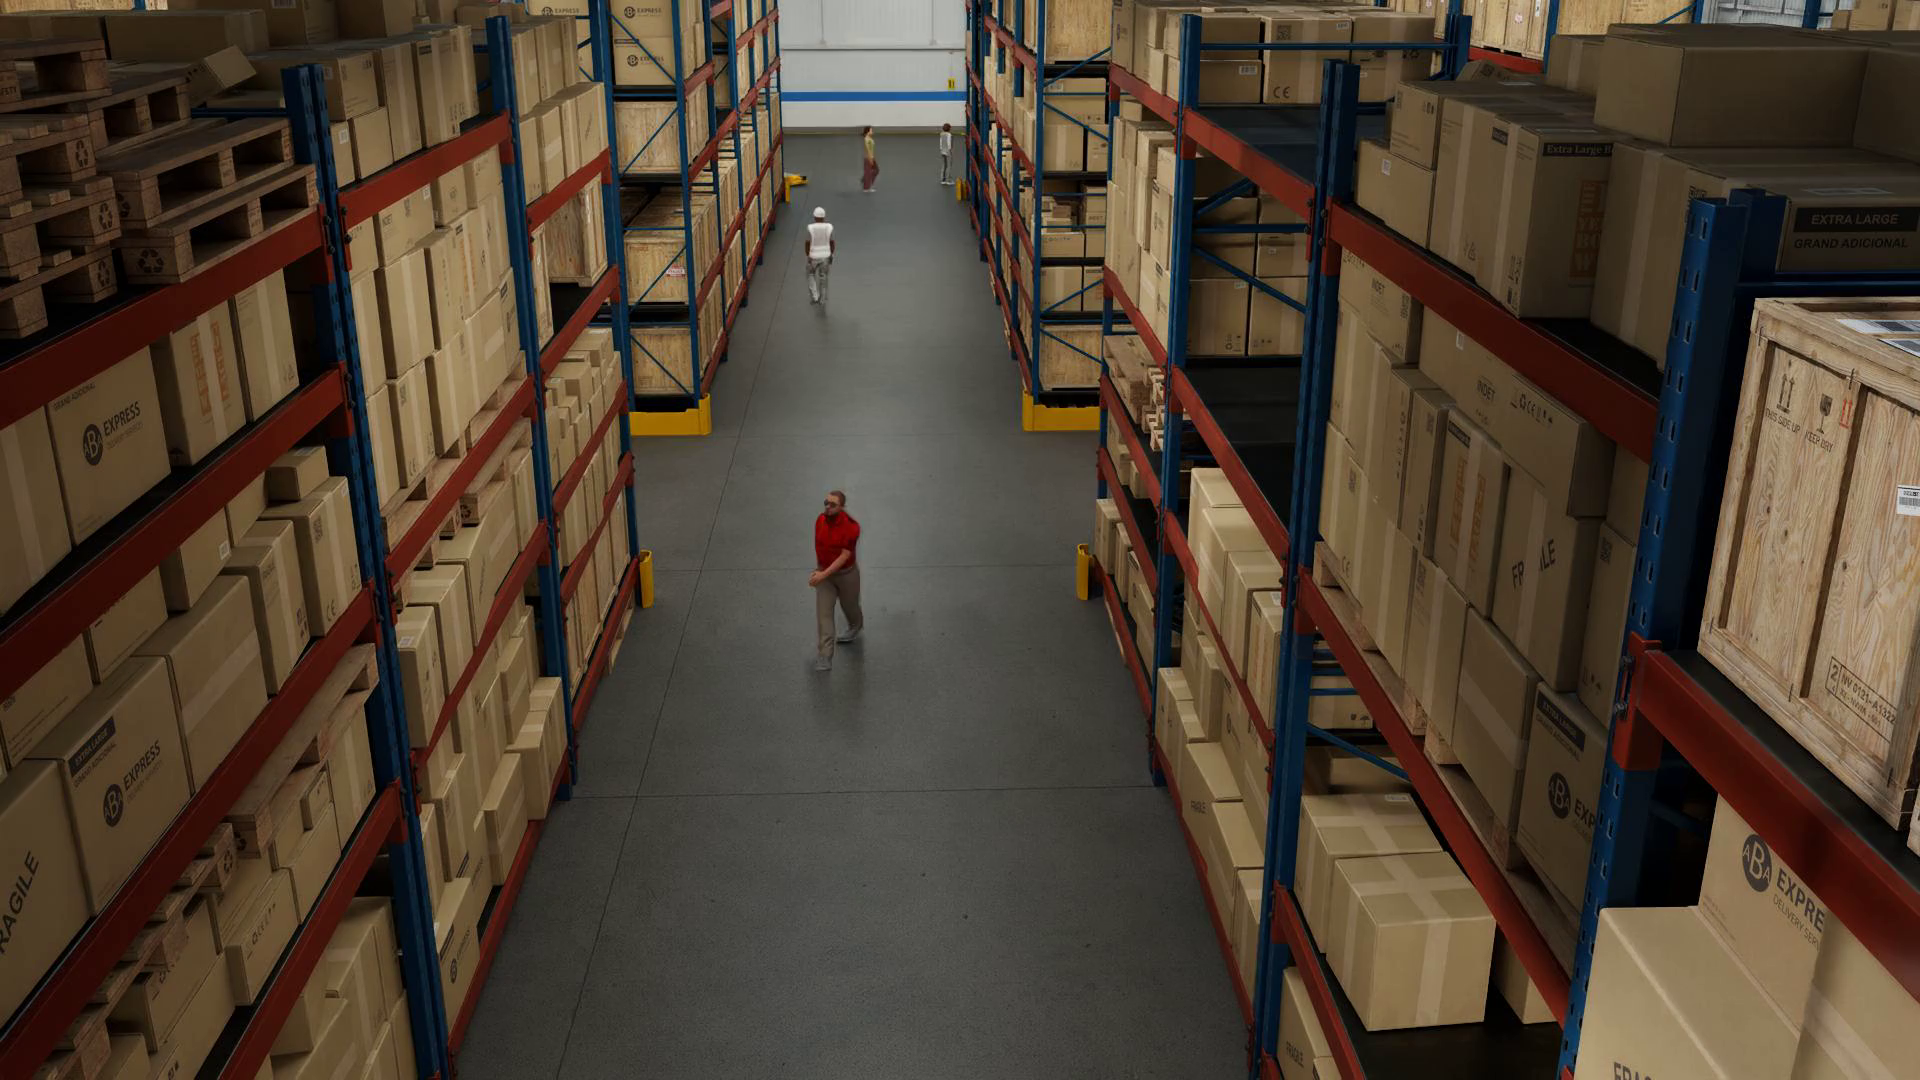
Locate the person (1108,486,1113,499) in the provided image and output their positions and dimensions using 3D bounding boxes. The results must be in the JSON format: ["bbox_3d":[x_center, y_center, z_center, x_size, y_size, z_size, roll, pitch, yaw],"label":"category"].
[{"bbox_3d":[1.795,-0.750,18.626,0.357,1.687,0.465,9,22,22],"label":"person"}]

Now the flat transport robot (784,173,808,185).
[{"bbox_3d":[-4.834,-9.715,44.771,1.431,0.264,0.659,15,25,35],"label":"flat transport robot"}]

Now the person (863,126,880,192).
[{"bbox_3d":[-2.304,-9.827,42.906,0.433,1.665,0.442,2,21,6],"label":"person"}]

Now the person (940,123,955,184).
[{"bbox_3d":[-0.339,-10.297,44.328,0.327,1.601,0.409,-19,27,-41],"label":"person"}]

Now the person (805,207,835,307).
[{"bbox_3d":[-2.554,-5.159,30.226,0.557,1.776,0.444,-5,21,-14],"label":"person"}]

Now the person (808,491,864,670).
[{"bbox_3d":[-1.175,0.324,15.741,0.539,1.678,1.066,8,22,19],"label":"person"}]
